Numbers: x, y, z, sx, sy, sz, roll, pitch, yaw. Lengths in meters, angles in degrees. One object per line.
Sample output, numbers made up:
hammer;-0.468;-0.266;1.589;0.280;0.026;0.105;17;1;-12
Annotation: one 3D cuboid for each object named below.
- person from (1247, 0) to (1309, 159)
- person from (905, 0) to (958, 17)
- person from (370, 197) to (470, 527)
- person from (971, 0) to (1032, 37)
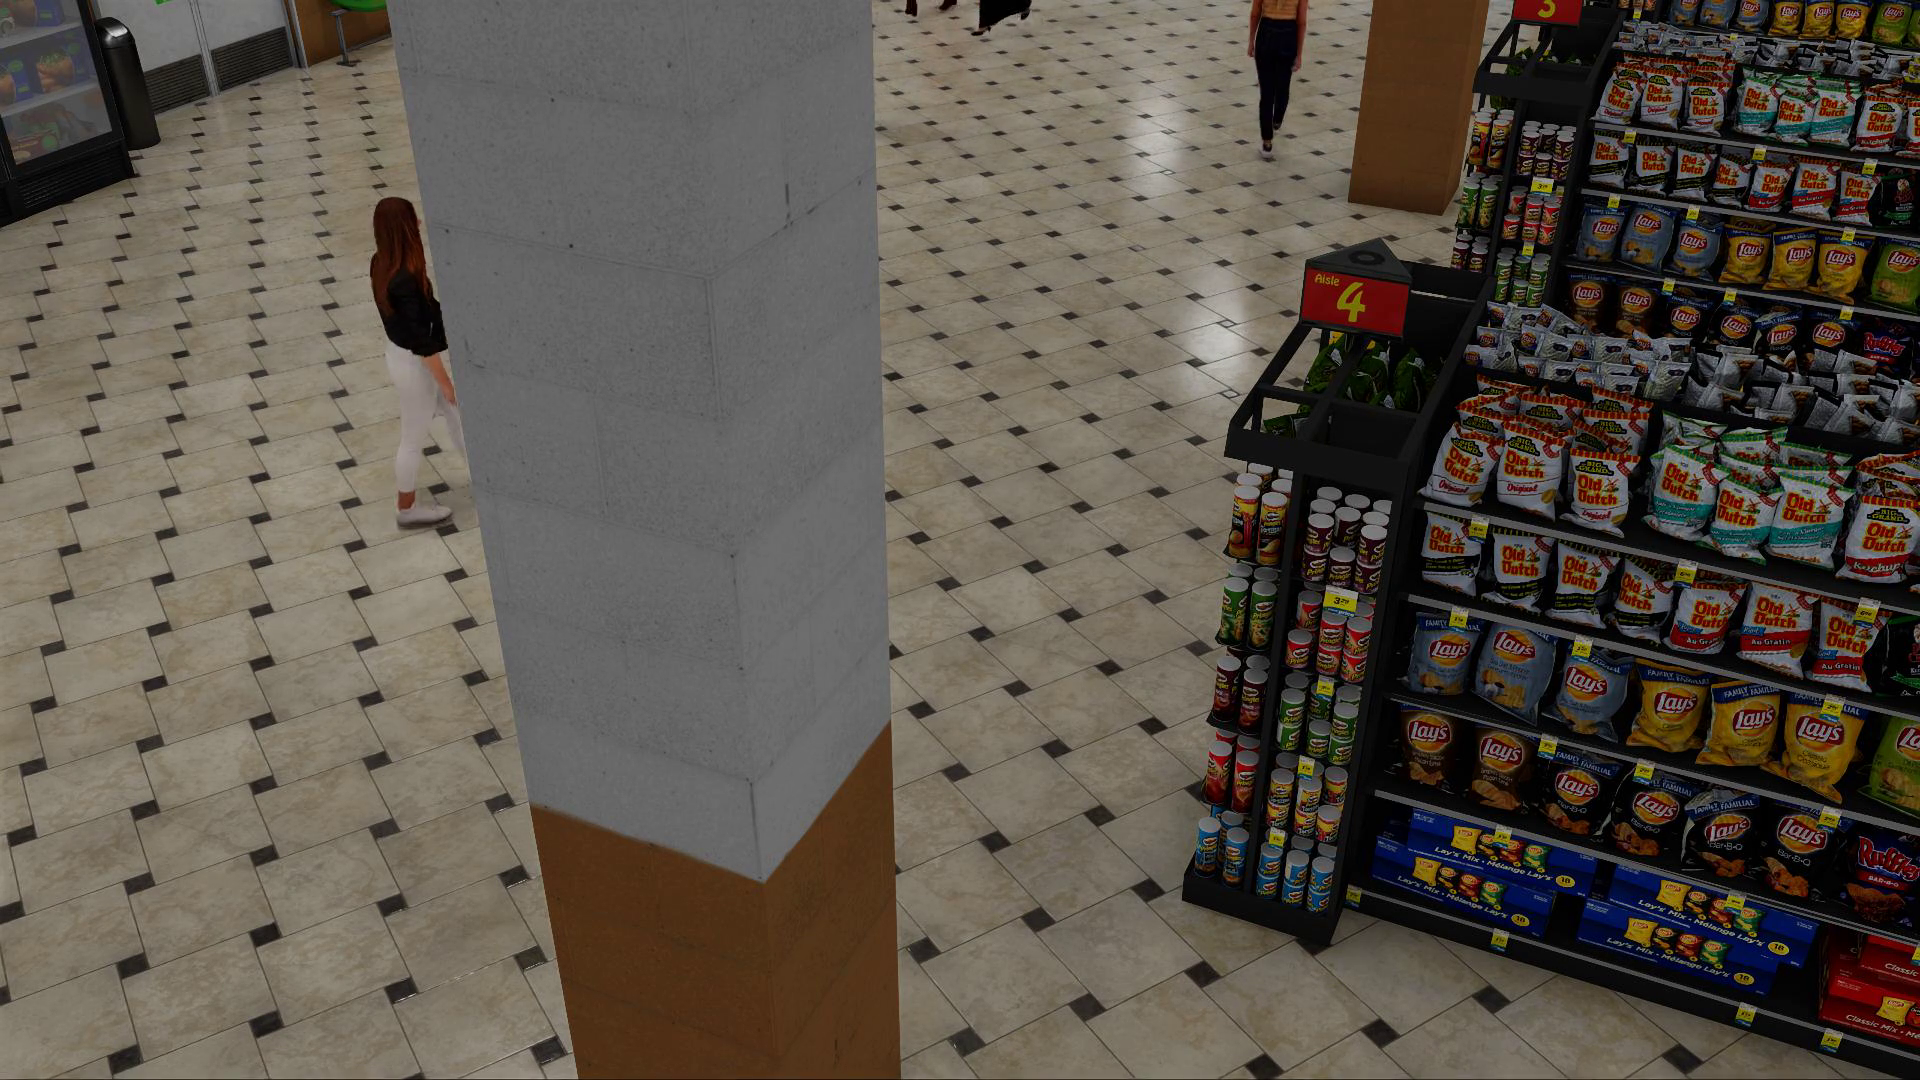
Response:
person;2.436;-3.745;12.803;1.009;1.596;0.848;3;32;5
person;-0.195;-6.032;16.404;1.024;1.675;0.811;22;38;31
person;-2.699;-0.816;8.010;1.010;1.686;0.976;-14;34;-21
person;0.403;-5.608;15.807;0.894;1.585;0.922;-20;37;-29
